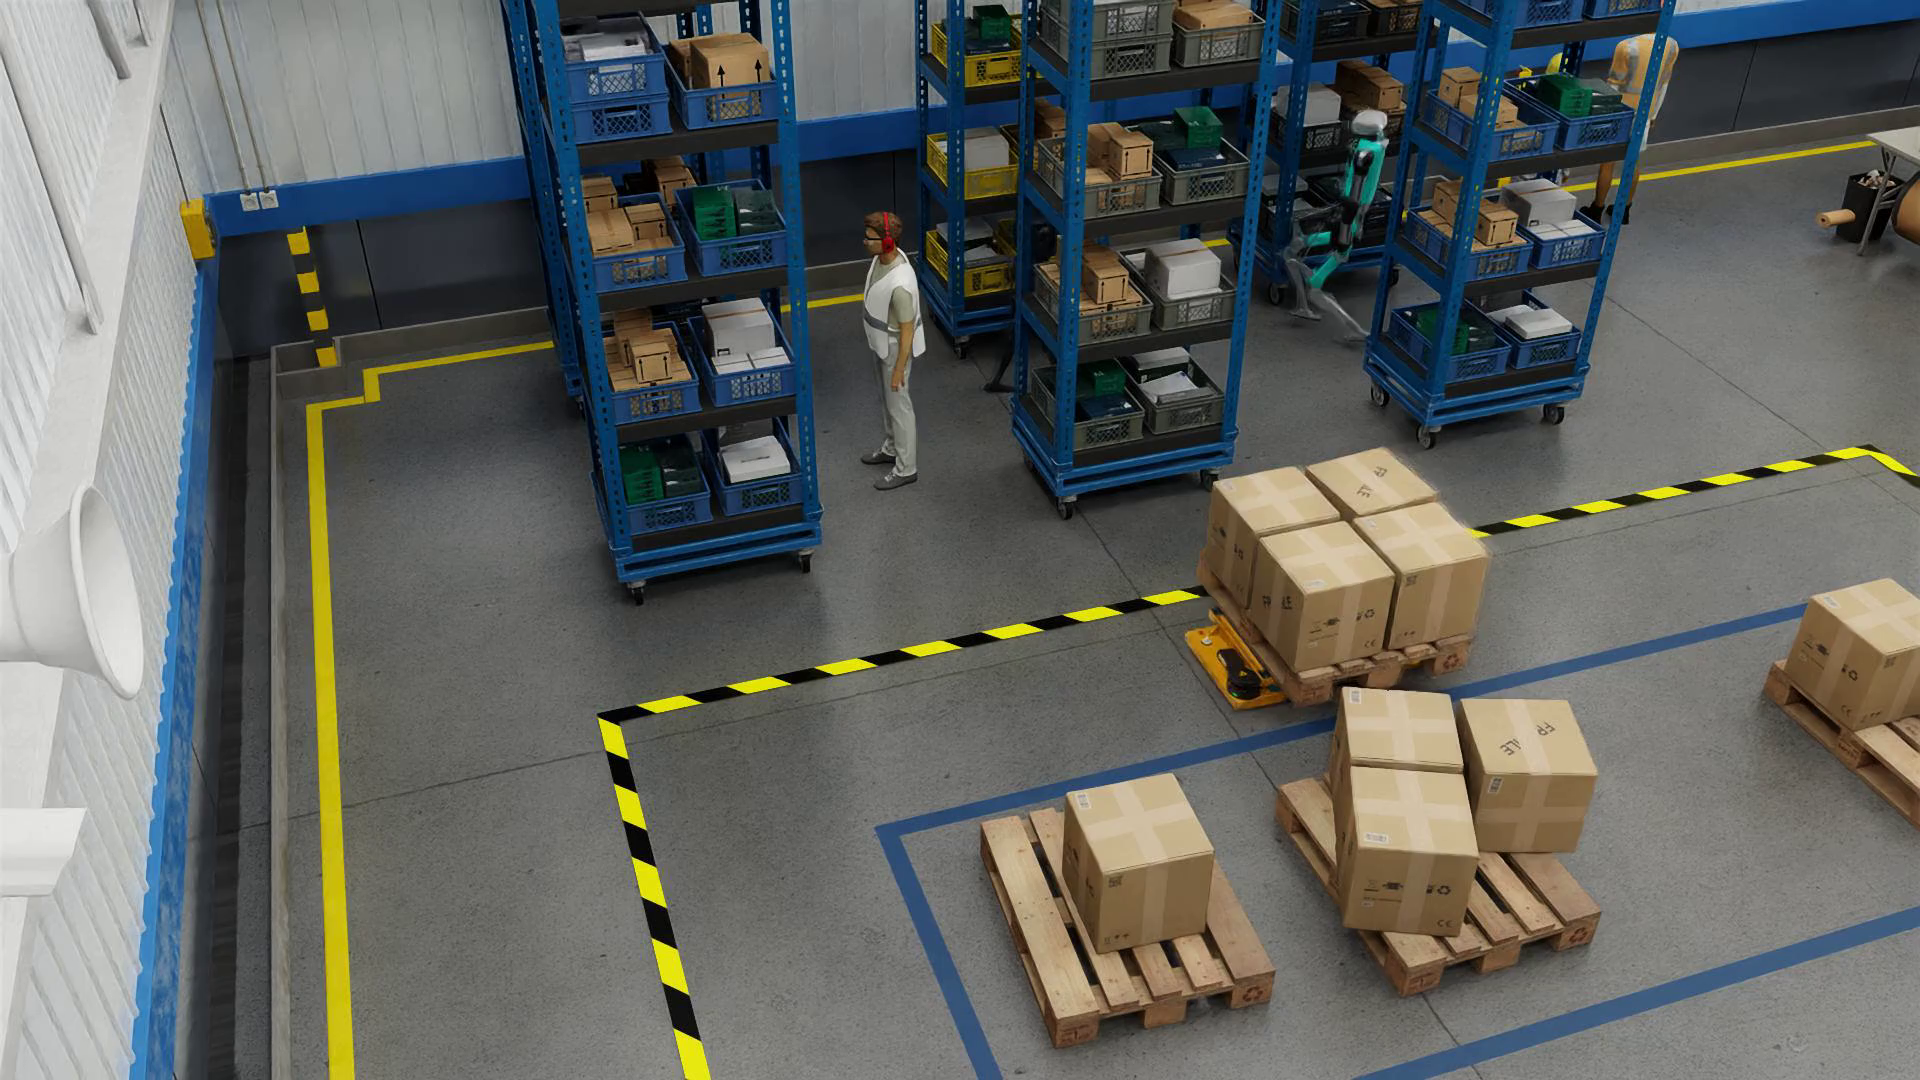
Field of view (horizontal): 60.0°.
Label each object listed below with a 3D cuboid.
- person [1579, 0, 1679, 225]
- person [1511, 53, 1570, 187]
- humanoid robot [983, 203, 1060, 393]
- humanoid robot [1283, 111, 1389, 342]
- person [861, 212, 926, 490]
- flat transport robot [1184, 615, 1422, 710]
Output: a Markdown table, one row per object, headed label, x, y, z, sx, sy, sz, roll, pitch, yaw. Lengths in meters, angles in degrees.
| label | x | y | z | sx | sy | sz | roll | pitch | yaw |
| --- | --- | --- | --- | --- | --- | --- | --- | --- | --- |
| person | 5.467 | -3.514 | 13.598 | 0.540 | 1.931 | 0.373 | -8 | 36 | -11 |
| person | 4.505 | -2.918 | 12.912 | 0.486 | 1.743 | 0.295 | 16 | 38 | 21 |
| humanoid robot | 0.529 | -1.721 | 11.314 | 0.769 | 1.629 | 0.594 | -6 | 36 | -9 |
| humanoid robot | 2.682 | -2.253 | 11.971 | 1.002 | 1.741 | 0.561 | 15 | 38 | 20 |
| person | -0.420 | -1.184 | 10.365 | 0.380 | 1.844 | 0.568 | -10 | 36 | -13 |
| flat transport robot | 2.042 | 0.535 | 9.273 | 1.431 | 0.197 | 0.652 | -11 | 37 | -15 |
